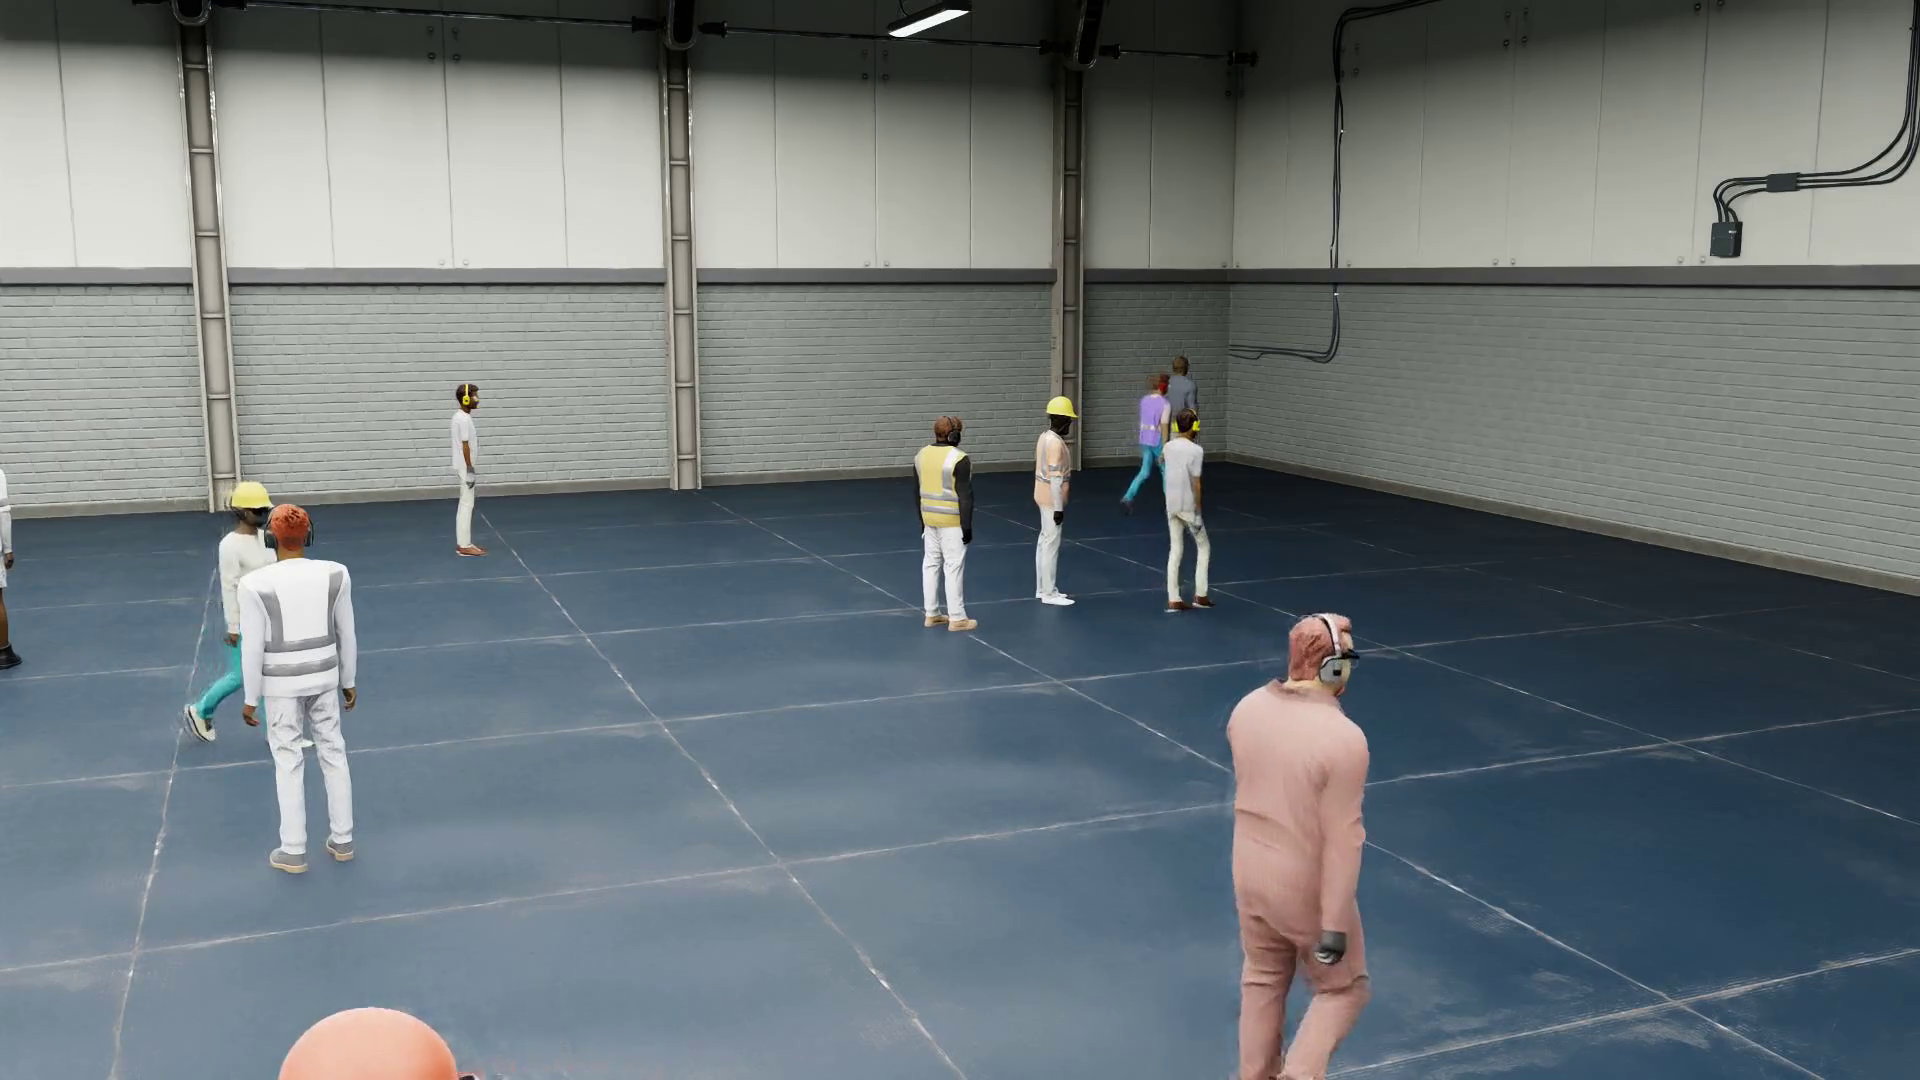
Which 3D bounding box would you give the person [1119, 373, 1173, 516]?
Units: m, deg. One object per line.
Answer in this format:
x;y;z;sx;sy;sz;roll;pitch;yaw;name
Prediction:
2.438;-1.197;20.924;0.868;1.818;0.567;-6;11;-34;person

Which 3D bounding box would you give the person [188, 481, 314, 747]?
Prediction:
-4.572;0.484;10.620;0.739;1.743;0.531;2;9;12;person

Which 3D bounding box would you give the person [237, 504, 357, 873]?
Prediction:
-3.368;0.751;8.493;0.585;1.882;0.337;-8;12;-42;person

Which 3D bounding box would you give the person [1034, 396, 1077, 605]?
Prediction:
0.878;-0.365;15.372;0.384;1.924;0.589;-1;9;-6;person

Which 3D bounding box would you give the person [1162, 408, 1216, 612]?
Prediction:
2.073;-0.272;15.063;0.638;1.842;0.512;-9;13;-44;person

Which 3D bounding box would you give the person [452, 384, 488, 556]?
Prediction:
-5.341;-0.761;18.045;0.310;1.864;0.534;-4;10;-22;person

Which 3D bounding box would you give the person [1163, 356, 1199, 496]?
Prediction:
3.005;-1.550;22.769;0.630;1.940;0.371;9;13;44;person

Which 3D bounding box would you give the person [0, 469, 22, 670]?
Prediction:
-7.554;0.047;12.740;0.544;1.939;0.372;-3;9;-17;person

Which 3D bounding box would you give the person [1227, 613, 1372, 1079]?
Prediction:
1.175;1.187;5.732;0.412;1.890;0.660;-6;11;-32;person

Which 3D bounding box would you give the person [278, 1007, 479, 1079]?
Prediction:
-0.933;1.654;2.524;0.742;1.972;0.652;0;9;-3;person

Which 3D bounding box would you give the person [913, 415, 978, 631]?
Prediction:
-0.113;-0.148;14.269;0.430;1.844;0.623;-9;13;-44;person
